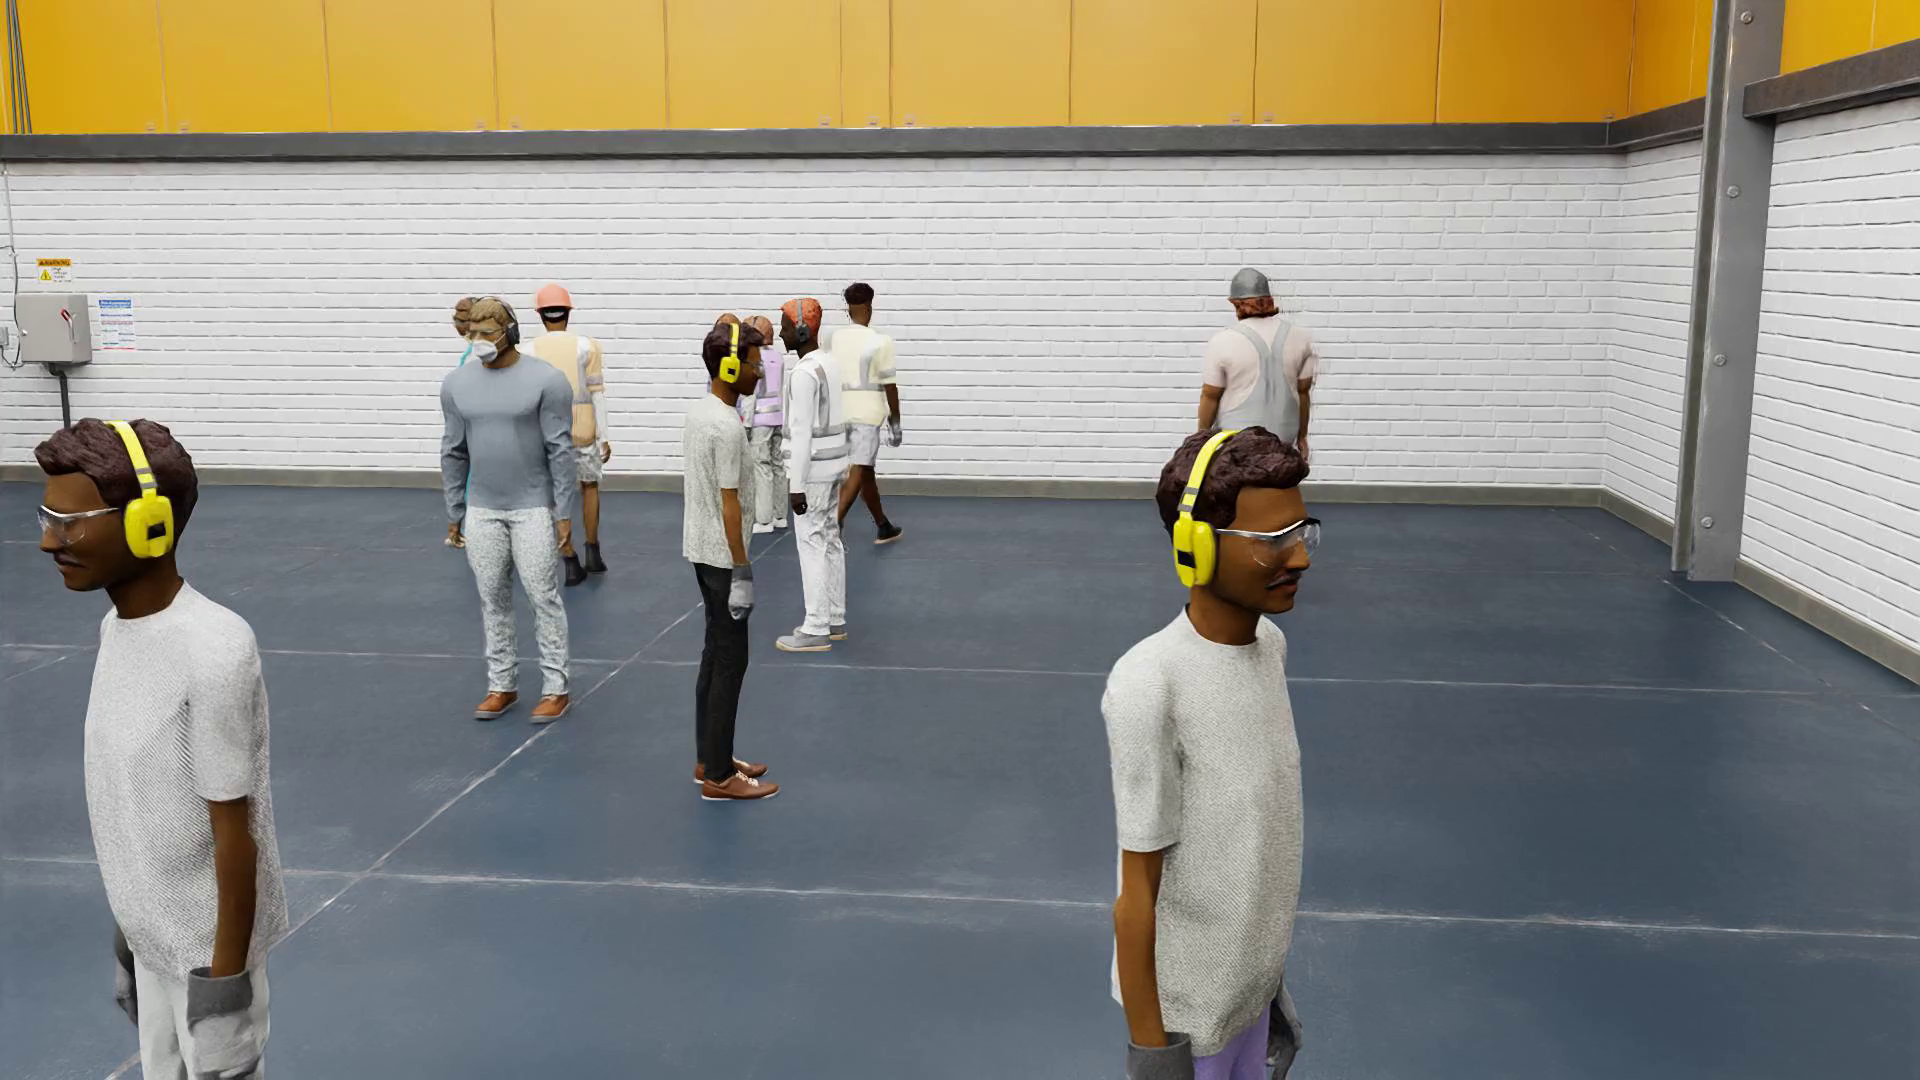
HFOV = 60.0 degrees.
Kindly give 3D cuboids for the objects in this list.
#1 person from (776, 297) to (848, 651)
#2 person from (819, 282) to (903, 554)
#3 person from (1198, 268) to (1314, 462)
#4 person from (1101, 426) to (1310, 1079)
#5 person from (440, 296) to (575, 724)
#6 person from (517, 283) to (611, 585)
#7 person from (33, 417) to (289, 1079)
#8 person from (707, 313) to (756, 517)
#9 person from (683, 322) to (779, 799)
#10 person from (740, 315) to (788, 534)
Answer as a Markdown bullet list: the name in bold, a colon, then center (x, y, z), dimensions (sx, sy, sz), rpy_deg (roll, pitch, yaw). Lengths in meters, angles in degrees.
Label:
- **person**: center (-0.785, -0.344, 8.849), dimensions (0.358, 1.880, 0.578), rpy_deg (2, 10, 12)
- **person**: center (-0.740, -0.862, 11.769), dimensions (0.629, 1.912, 0.972), rpy_deg (7, 12, 36)
- **person**: center (1.769, -0.673, 10.266), dimensions (0.711, 2.000, 0.632), rpy_deg (-3, 10, -17)
- **person**: center (0.406, 0.750, 2.607), dimensions (0.318, 1.870, 0.531), rpy_deg (6, 12, 31)
- **person**: center (-2.039, -0.133, 7.516), dimensions (0.636, 1.928, 0.380), rpy_deg (2, 10, 10)
- **person**: center (-2.532, -0.681, 10.689), dimensions (0.573, 1.905, 0.635), rpy_deg (-1, 10, -7)
- **person**: center (-1.319, 0.722, 2.821), dimensions (0.505, 1.857, 0.331), rpy_deg (9, 14, 43)
- **person**: center (-1.794, -0.968, 13.119), dimensions (0.507, 1.631, 0.271), rpy_deg (7, 12, 33)
- **person**: center (-0.891, 0.090, 6.445), dimensions (0.346, 1.856, 0.527), rpy_deg (-4, 11, -22)
- **person**: center (-1.477, -0.859, 12.478), dimensions (0.315, 1.640, 0.515), rpy_deg (5, 11, 25)
